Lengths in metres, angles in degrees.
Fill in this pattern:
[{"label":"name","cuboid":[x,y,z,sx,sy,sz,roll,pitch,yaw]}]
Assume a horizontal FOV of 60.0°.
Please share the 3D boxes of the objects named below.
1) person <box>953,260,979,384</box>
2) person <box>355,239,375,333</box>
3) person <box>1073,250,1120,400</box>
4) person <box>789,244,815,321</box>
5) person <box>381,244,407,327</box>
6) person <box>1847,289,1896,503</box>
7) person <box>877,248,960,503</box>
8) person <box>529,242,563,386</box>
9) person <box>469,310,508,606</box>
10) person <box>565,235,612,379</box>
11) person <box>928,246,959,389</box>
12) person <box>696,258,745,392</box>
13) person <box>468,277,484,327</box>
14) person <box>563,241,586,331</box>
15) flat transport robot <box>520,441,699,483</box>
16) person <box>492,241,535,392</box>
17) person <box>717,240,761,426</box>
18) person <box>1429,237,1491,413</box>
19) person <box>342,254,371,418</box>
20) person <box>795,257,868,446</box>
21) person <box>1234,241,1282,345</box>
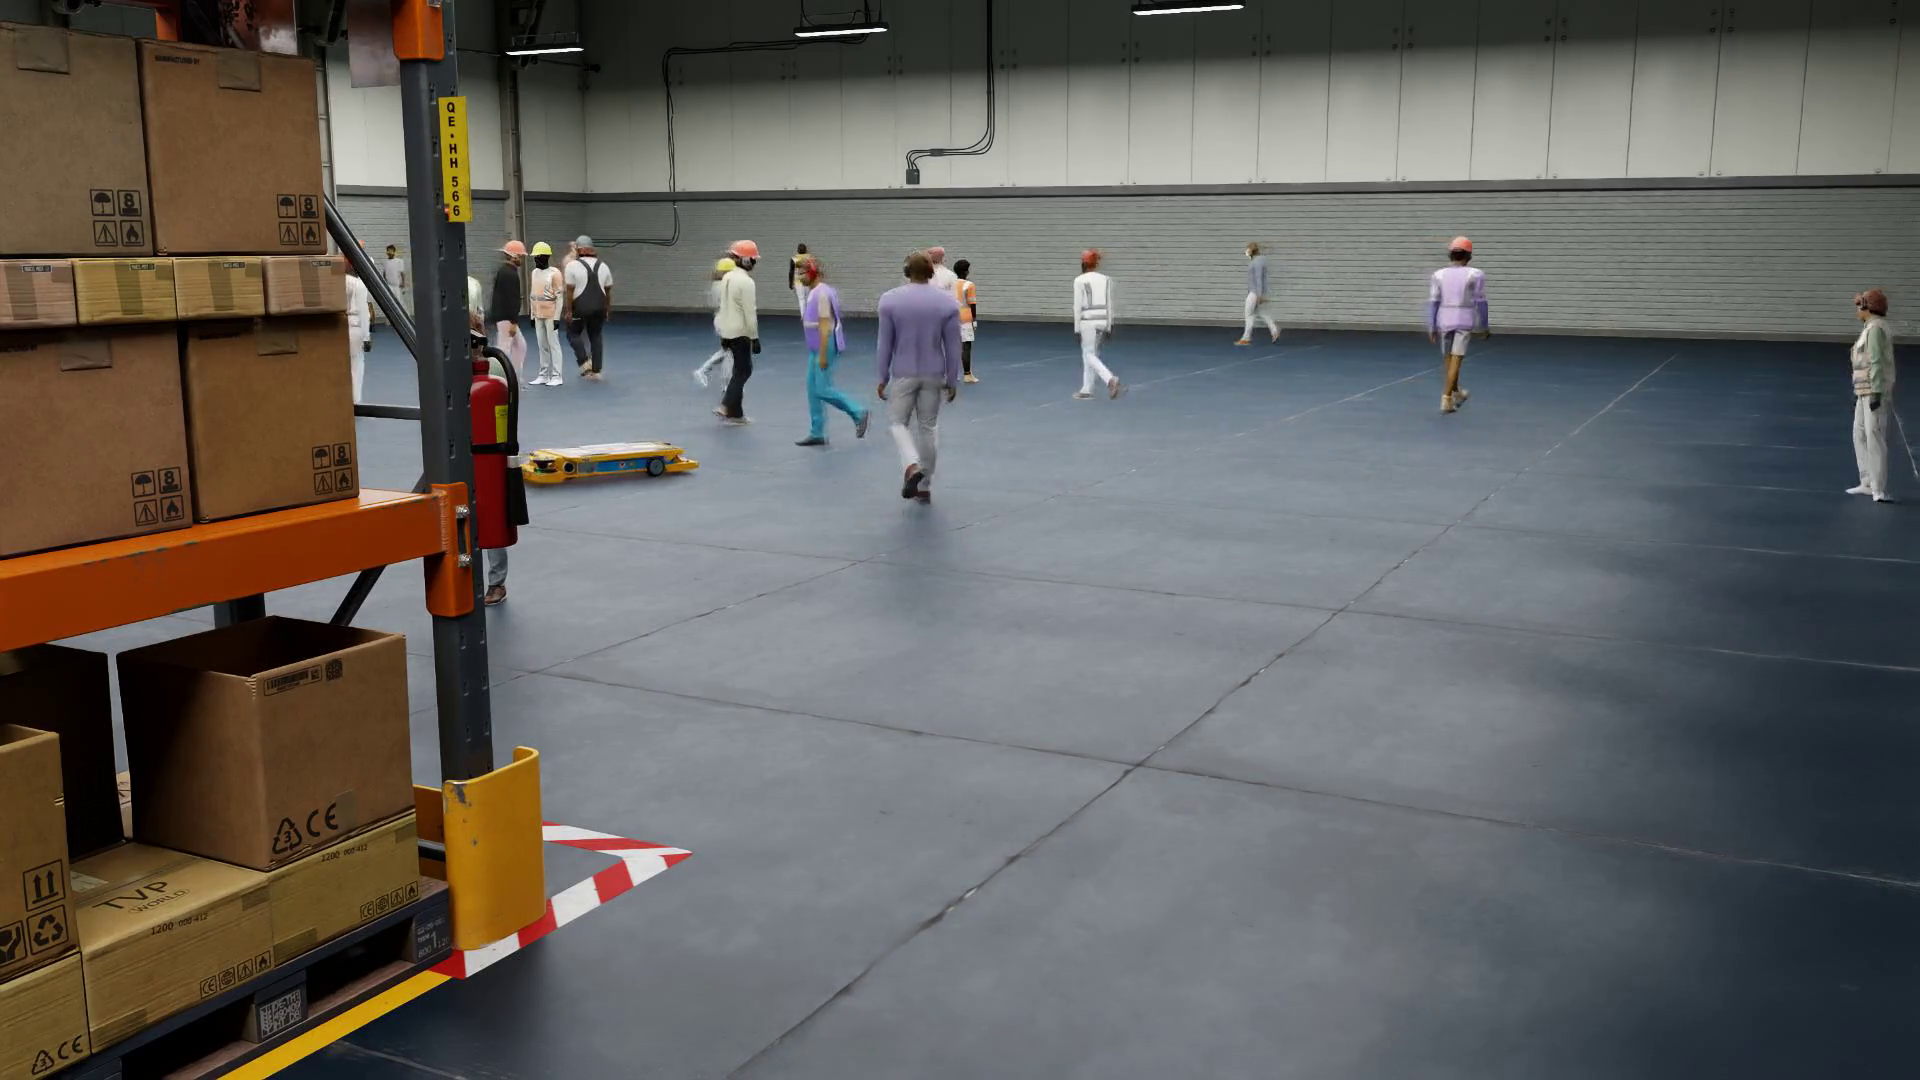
[{"label":"person","cuboid":[0.018,-2.986,22.779,0.531,1.693,0.320,8,13,36]},{"label":"person","cuboid":[-12.435,-5.268,34.549,0.547,1.938,0.378,-7,13,-34]},{"label":"person","cuboid":[1.672,-2.601,20.253,0.583,1.859,0.801,-8,13,-39]},{"label":"person","cuboid":[-3.773,-6.131,39.578,0.661,1.815,0.784,-4,11,-22]},{"label":"person","cuboid":[-12.606,-5.679,37.126,0.545,1.834,0.891,1,10,3]},{"label":"person","cuboid":[7.009,-1.109,12.778,0.321,1.606,0.713,4,11,20]},{"label":"person","cuboid":[-0.301,-1.216,12.484,0.639,1.928,0.526,-2,11,-12]},{"label":"person","cuboid":[-5.588,-3.038,22.419,0.587,1.927,0.363,7,13,35]},{"label":"person","cuboid":[-2.700,-0.455,9.138,0.500,1.633,0.285,3,11,17]},{"label":"person","cuboid":[-5.248,-3.270,23.377,0.709,2.000,0.536,-9,13,-39]},{"label":"person","cuboid":[-0.329,-2.884,21.698,0.653,1.881,0.737,4,11,19]},{"label":"person","cuboid":[-3.092,-2.764,21.445,0.518,1.731,0.493,-4,11,-21]},{"label":"person","cuboid":[-5.662,-2.312,18.803,0.658,1.800,0.903,-6,12,-30]},{"label":"person","cuboid":[-8.187,-5.382,35.297,0.487,1.897,0.644,3,11,14]},{"label":"flat transport robot","cuboid":[-2.997,-0.671,14.031,1.431,0.197,0.652,-7,13,-35]},{"label":"person","cuboid":[-5.671,-2.793,21.033,0.732,1.951,0.631,-5,12,-27]},{"label":"person","cuboid":[-2.310,-2.180,17.606,0.434,1.969,0.619,-6,12,-30]},{"label":"person","cuboid":[5.779,-2.477,19.181,0.618,1.989,1.041,9,14,40]},{"label":"person","cuboid":[-6.804,-2.266,18.410,0.582,1.863,0.540,6,12,31]},{"label":"person","cuboid":[-1.257,-1.812,16.021,0.645,1.813,0.606,-4,11,-20]},{"label":"person","cuboid":[5.535,-4.545,30.712,0.834,1.914,0.635,1,10,4]}]
